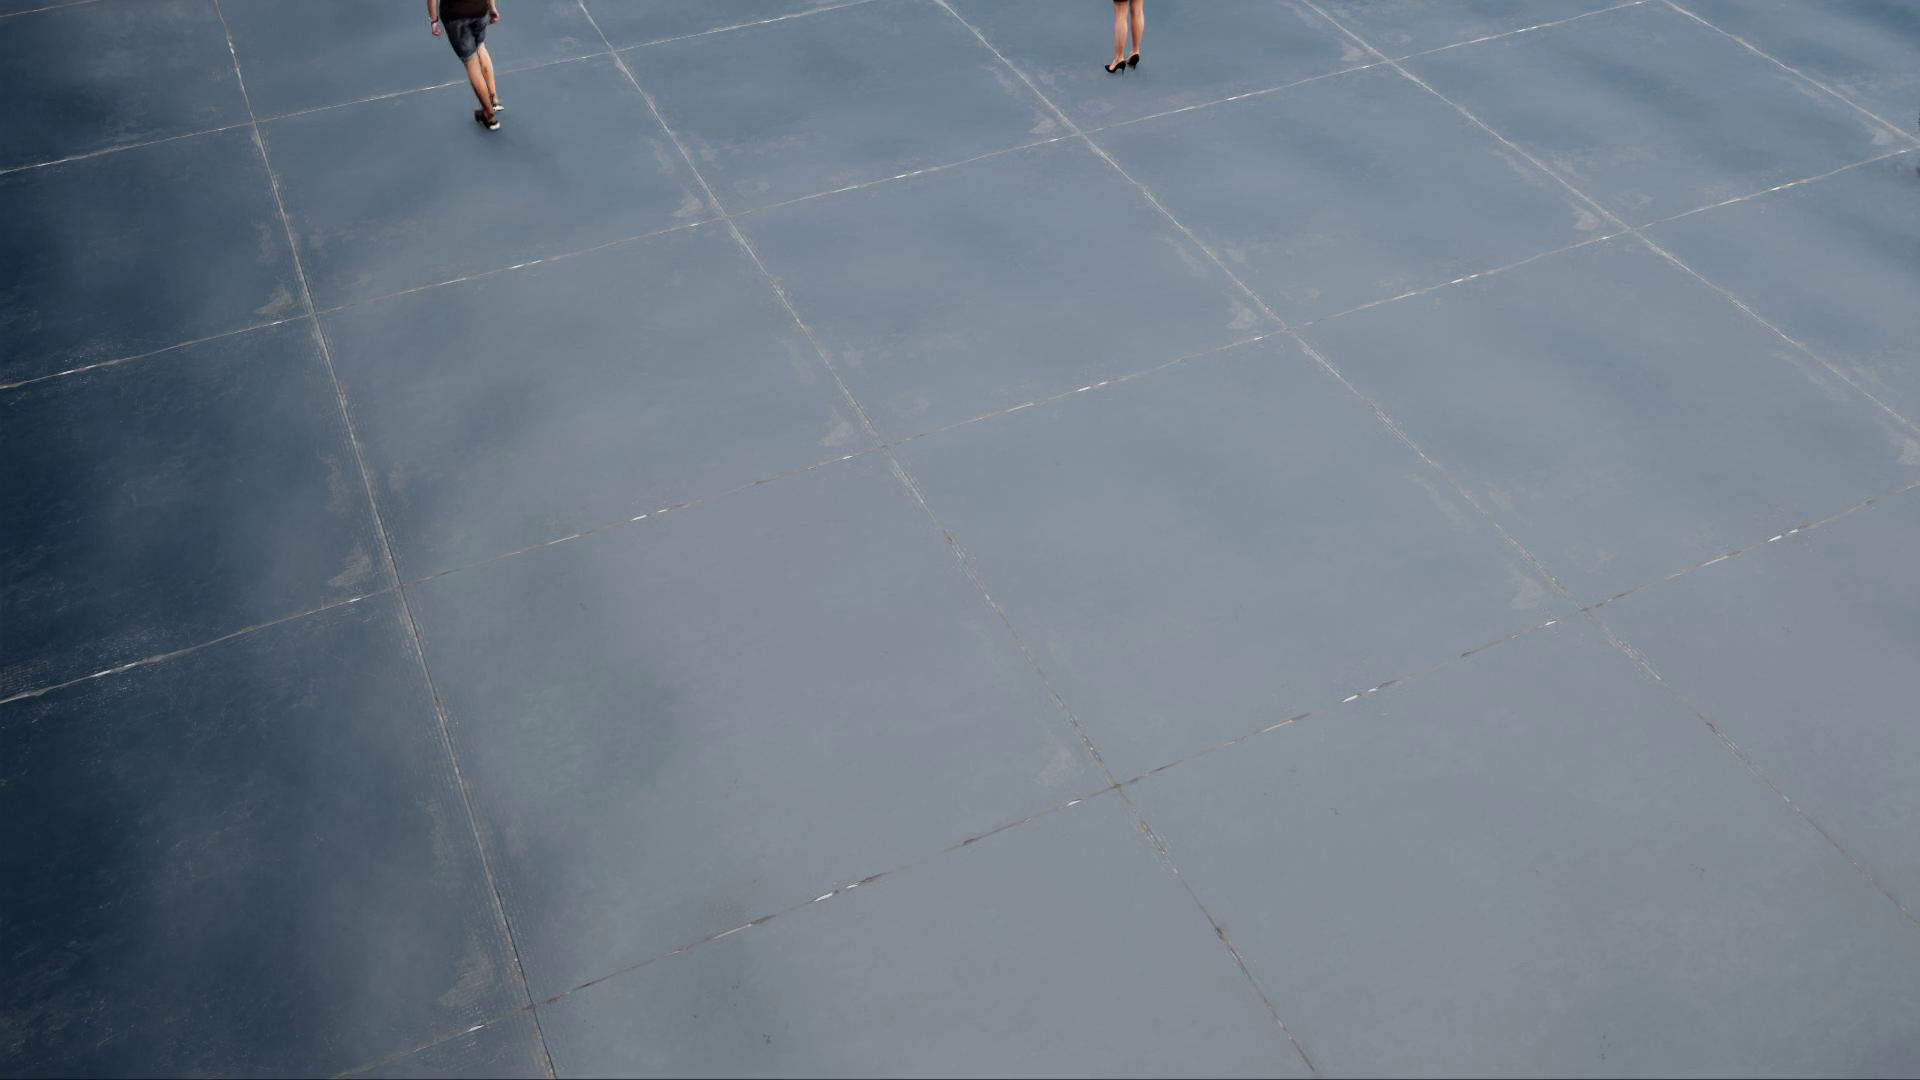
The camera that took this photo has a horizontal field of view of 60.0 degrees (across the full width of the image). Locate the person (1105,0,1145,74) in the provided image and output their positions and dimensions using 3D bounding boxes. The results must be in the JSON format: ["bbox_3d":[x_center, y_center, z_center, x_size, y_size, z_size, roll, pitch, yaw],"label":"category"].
[{"bbox_3d":[1.394,-4.624,13.620,0.575,1.650,0.506,-23,47,-23],"label":"person"}]

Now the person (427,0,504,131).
[{"bbox_3d":[-3.772,-4.037,12.836,0.767,1.836,0.750,-31,51,-30],"label":"person"}]
